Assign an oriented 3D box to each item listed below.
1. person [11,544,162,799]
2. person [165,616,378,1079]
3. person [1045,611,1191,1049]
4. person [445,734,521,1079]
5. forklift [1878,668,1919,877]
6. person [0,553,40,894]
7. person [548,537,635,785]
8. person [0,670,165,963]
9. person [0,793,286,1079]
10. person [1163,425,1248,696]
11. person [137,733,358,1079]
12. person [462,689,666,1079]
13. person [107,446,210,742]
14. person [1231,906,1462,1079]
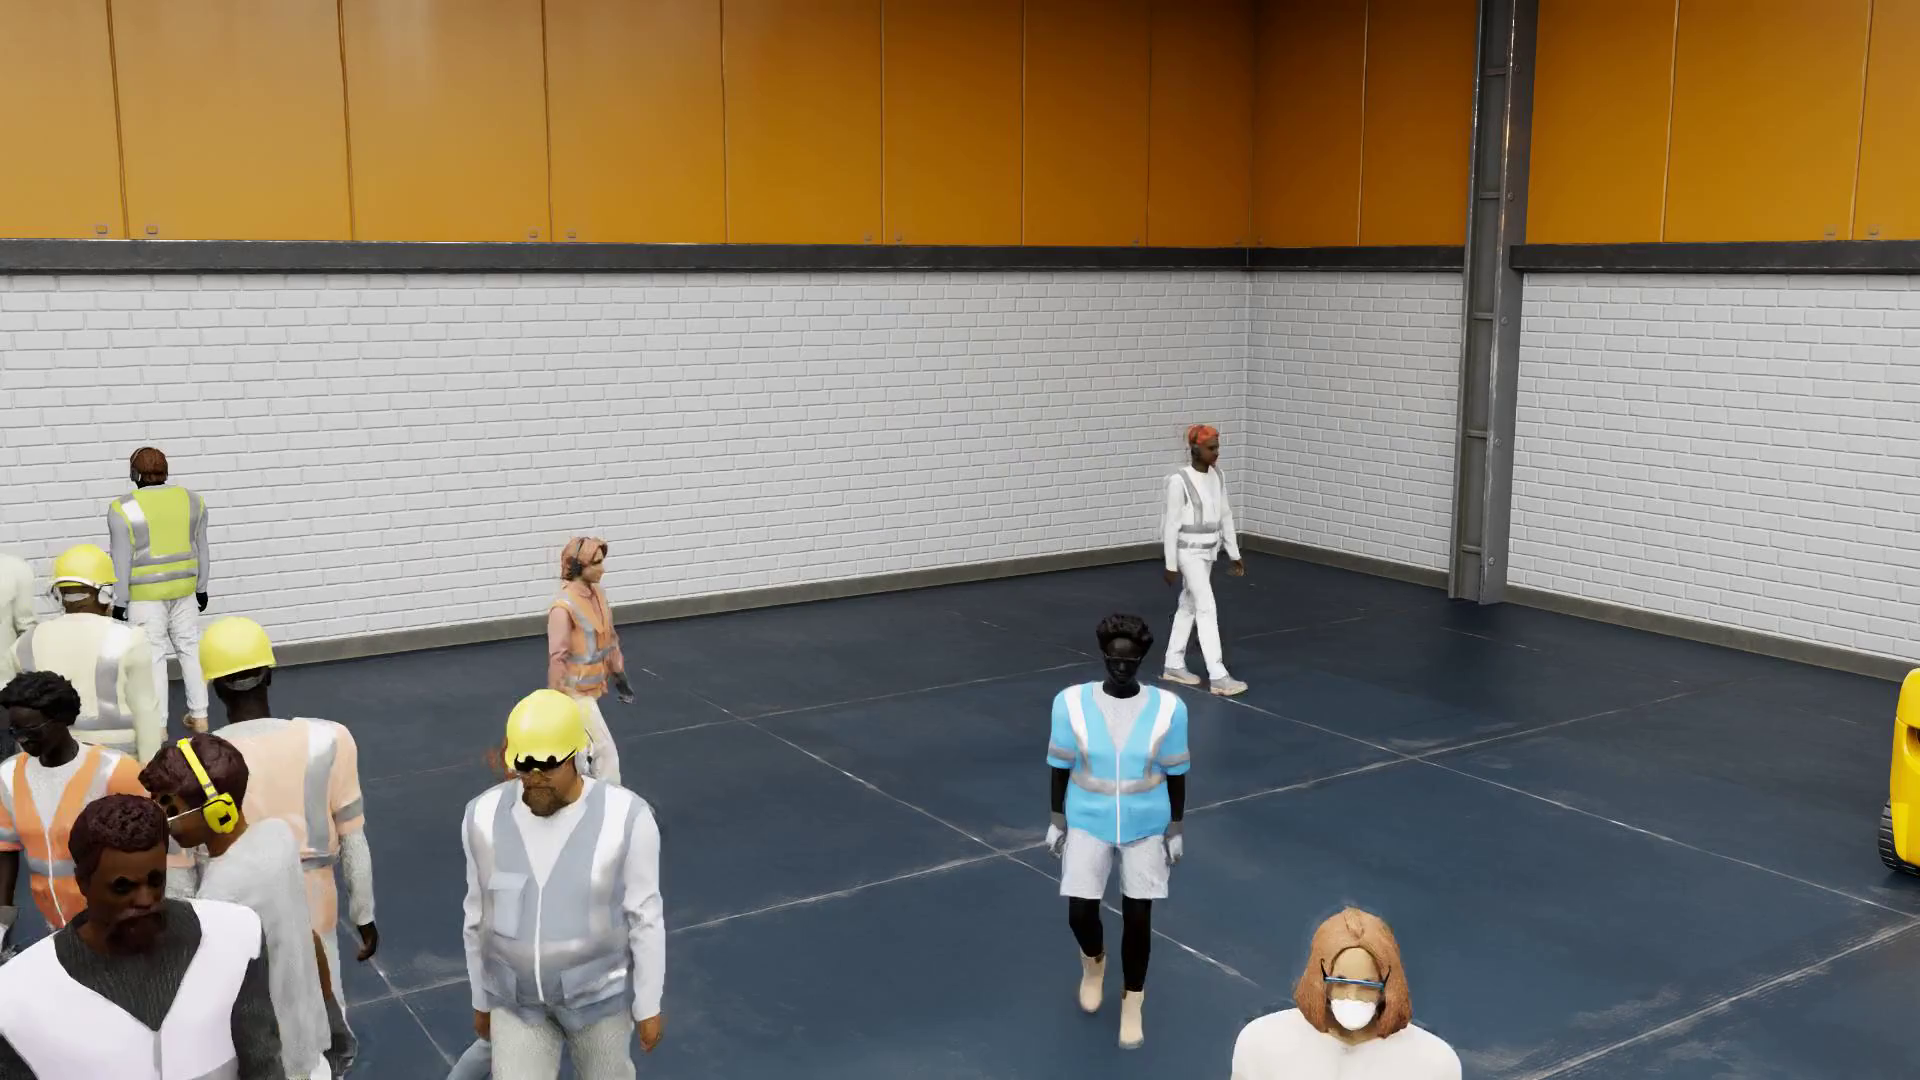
[{"bbox_3d":[-3.596,0.921,6.941,0.608,1.810,0.433,1,9,4],"label":"person"},{"bbox_3d":[-2.116,1.182,5.118,0.618,1.897,0.728,-3,10,-20],"label":"person"},{"bbox_3d":[0.597,1.089,6.305,0.551,1.684,0.380,1,9,5],"label":"person"},{"bbox_3d":[-1.406,1.289,5.393,0.816,1.592,0.507,3,10,19],"label":"person"},{"bbox_3d":[5.511,0.571,7.906,2.313,2.155,1.214,-6,11,-33],"label":"forklift"},{"bbox_3d":[-4.775,0.676,8.034,0.630,1.957,0.978,-5,11,-27],"label":"person"},{"bbox_3d":[-1.818,0.784,8.389,0.707,1.611,0.516,1,9,5],"label":"person"},{"bbox_3d":[-2.903,1.233,5.465,0.548,1.670,0.556,2,10,14],"label":"person"},{"bbox_3d":[-1.828,1.440,3.707,0.974,1.878,0.578,9,13,42],"label":"person"},{"bbox_3d":[1.758,0.136,11.546,0.872,1.849,0.597,7,12,38],"label":"person"},{"bbox_3d":[-1.900,1.357,4.297,0.866,1.818,0.594,-1,9,-6],"label":"person"},{"bbox_3d":[-1.145,1.277,4.889,0.600,1.794,0.871,0,9,1],"label":"person"},{"bbox_3d":[-5.006,0.333,10.400,0.429,1.841,0.634,7,12,35],"label":"person"},{"bbox_3d":[0.842,1.568,3.728,0.505,1.591,0.879,3,10,17],"label":"person"}]
